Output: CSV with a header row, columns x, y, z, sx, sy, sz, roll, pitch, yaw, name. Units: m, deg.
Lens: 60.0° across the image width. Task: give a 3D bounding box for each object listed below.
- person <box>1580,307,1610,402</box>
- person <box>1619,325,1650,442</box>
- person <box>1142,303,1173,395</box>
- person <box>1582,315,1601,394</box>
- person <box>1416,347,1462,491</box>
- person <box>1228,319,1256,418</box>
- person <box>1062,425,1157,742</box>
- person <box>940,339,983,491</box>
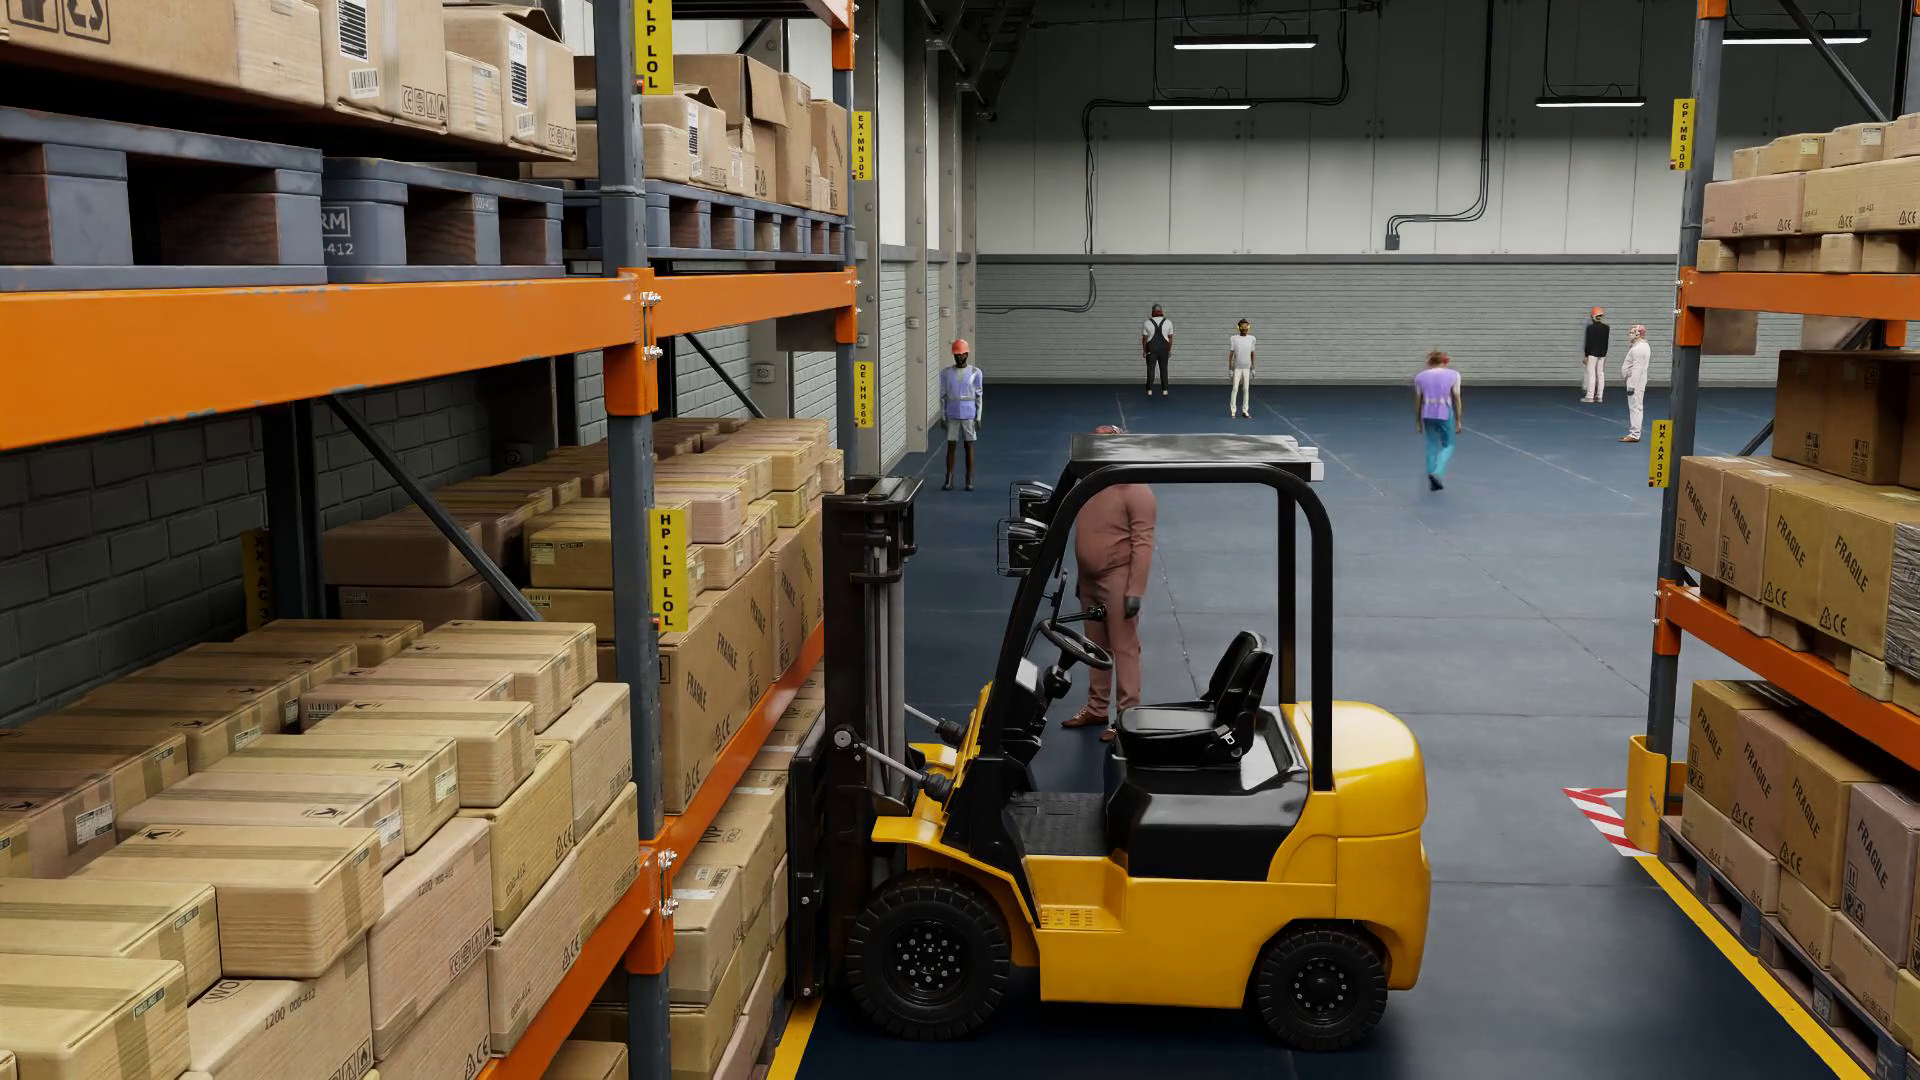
x,y,z,sx,sy,sz,roll,pitch,yaw,name
13.349,-3.890,34.951,0.622,1.994,0.381,-5,10,-26,person
10.962,-2.539,27.038,0.408,1.909,0.642,5,11,28,person
4.372,-4.246,36.970,0.684,2.000,0.538,0,9,-1,person
14.071,-4.179,37.026,0.467,1.893,0.764,8,12,40,person
6.080,-1.528,21.129,0.605,1.829,0.443,6,11,33,person
5.298,-3.217,31.251,0.508,1.872,0.328,-1,9,-5,person
0.893,0.257,10.091,0.409,1.909,0.640,-6,11,-31,person
0.011,-1.588,21.172,0.545,1.939,0.374,1,9,8,person
